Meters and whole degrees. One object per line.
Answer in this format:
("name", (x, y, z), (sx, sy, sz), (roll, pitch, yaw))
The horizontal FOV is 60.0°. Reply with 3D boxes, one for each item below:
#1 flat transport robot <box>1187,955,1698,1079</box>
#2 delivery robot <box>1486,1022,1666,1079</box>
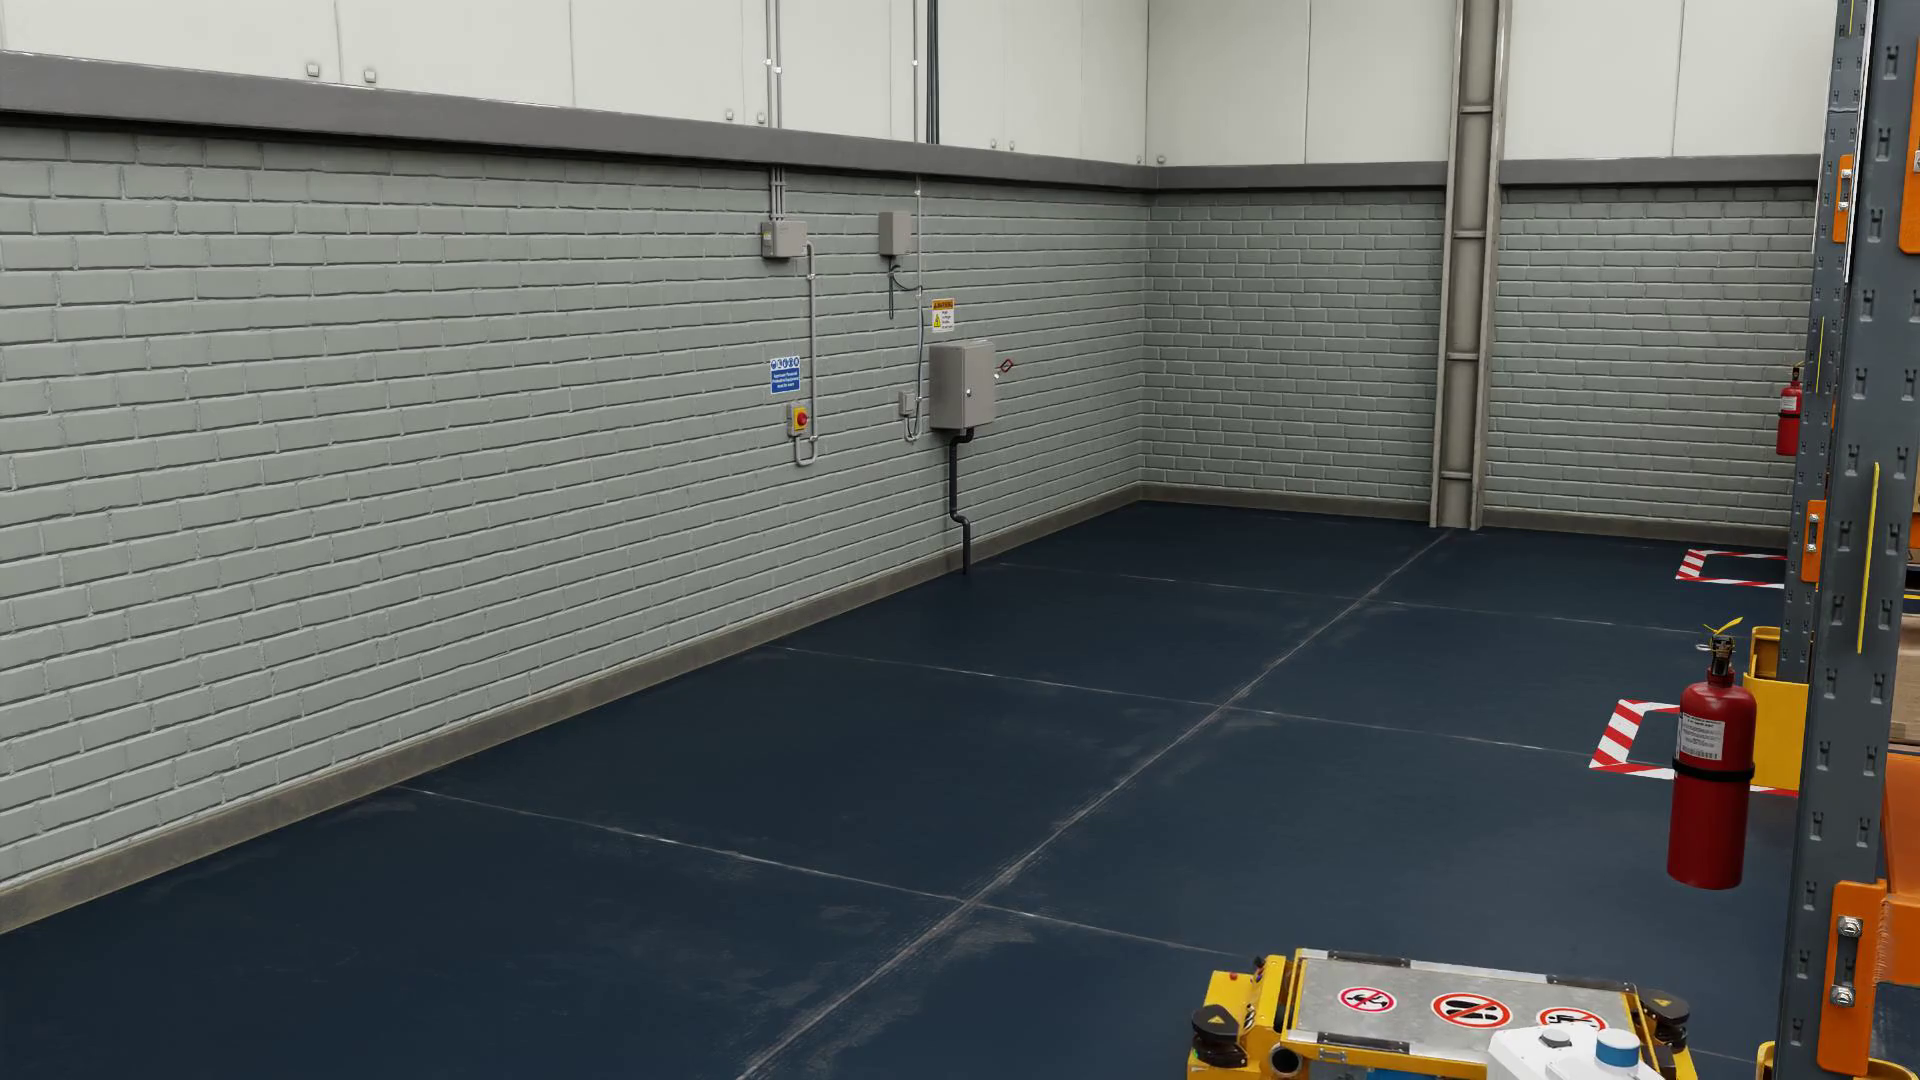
("flat transport robot", (1.436, 1.487, 4.966), (1.431, 0.197, 0.652), (3, 11, 15))
("delivery robot", (1.613, 1.454, 4.113), (0.477, 0.478, 0.707), (-2, 11, -12))
